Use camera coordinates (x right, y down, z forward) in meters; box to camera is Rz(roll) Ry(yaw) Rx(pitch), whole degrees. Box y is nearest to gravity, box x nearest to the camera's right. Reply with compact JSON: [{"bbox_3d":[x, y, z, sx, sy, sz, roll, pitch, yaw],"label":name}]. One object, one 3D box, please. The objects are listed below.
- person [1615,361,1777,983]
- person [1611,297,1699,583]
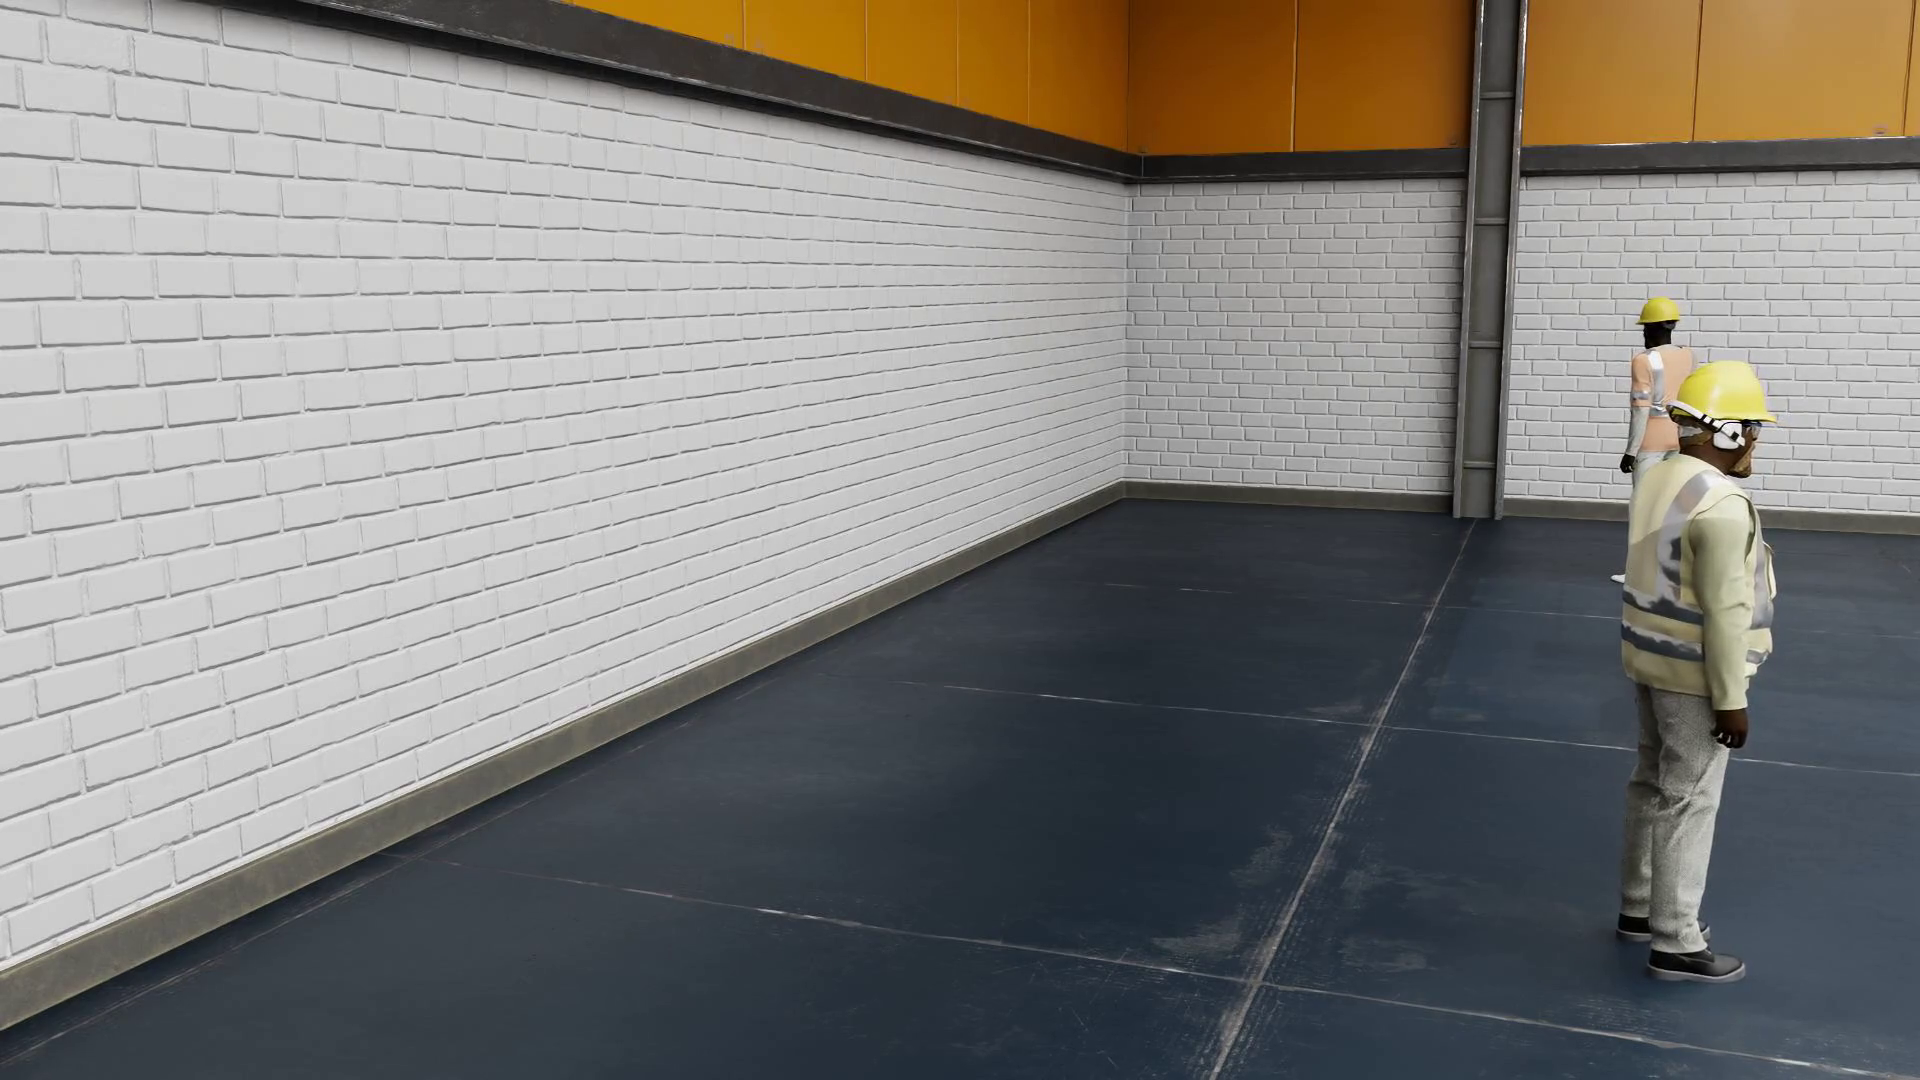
[{"bbox_3d":[2.180,0.384,4.945,0.403,1.825,0.596,1,9,3],"label":"person"},{"bbox_3d":[4.634,-0.651,11.105,0.594,1.924,0.374,-5,11,-31],"label":"person"}]
